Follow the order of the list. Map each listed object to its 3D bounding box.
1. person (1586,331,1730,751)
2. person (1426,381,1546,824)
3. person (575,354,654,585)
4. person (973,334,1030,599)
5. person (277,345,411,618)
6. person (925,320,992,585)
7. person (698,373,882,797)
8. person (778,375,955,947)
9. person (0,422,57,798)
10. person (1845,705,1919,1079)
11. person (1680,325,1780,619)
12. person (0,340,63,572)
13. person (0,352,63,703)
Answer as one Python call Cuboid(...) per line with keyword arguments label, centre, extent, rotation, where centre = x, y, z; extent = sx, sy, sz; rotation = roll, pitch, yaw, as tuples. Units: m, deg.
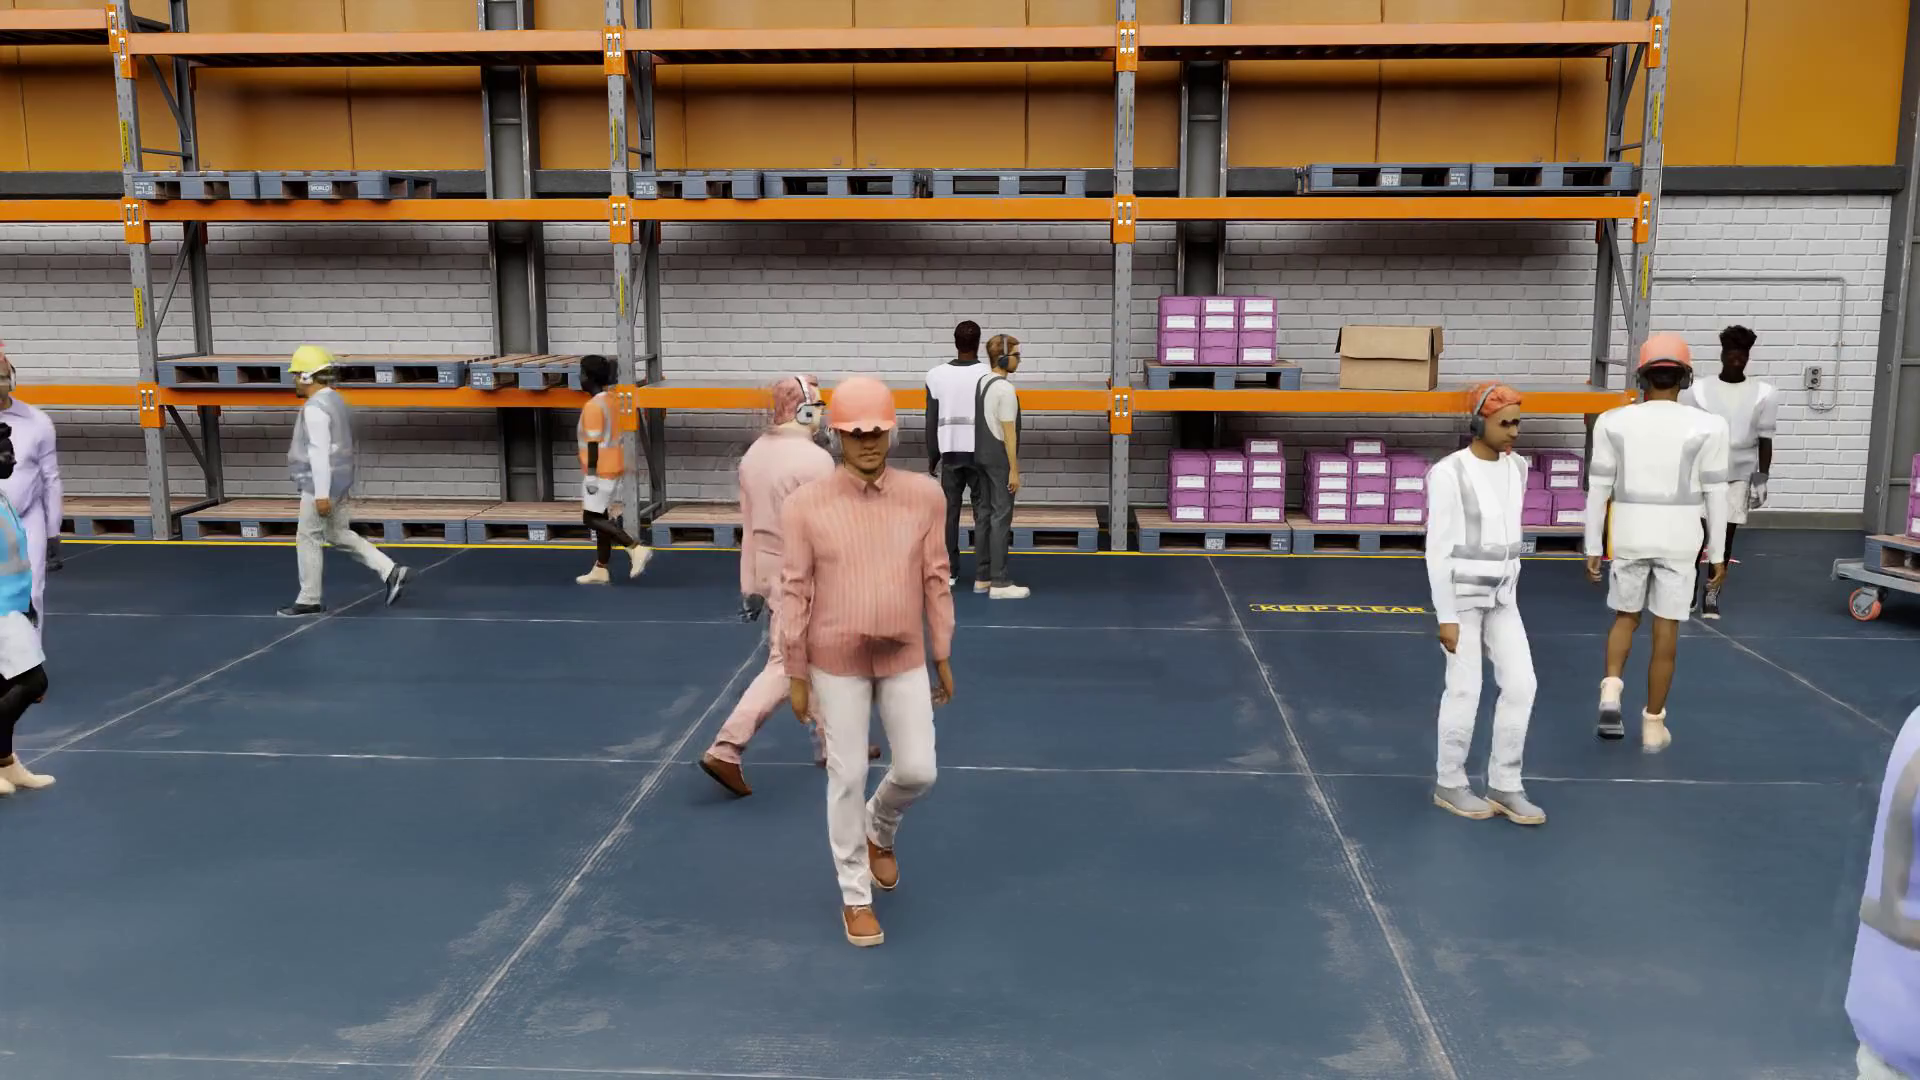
Cuboid(label="person", centre=(3.324, 0.023, 7.964), extent=(0.627, 2.029, 0.518), rotation=(7, 12, 35))
Cuboid(label="person", centre=(2.253, 0.283, 6.917), extent=(0.632, 1.853, 0.621), rotation=(-6, 11, -31))
Cuboid(label="person", centre=(-2.513, -0.490, 11.935), extent=(0.510, 1.682, 0.541), rotation=(0, 10, 1))
Cuboid(label="person", centre=(0.270, -0.514, 11.622), extent=(0.326, 1.843, 0.516), rotation=(-4, 11, -24))
Cuboid(label="person", centre=(-4.120, -0.384, 10.998), extent=(0.775, 1.805, 0.594), rotation=(-1, 10, -8))
Cuboid(label="person", centre=(0.041, -0.619, 12.023), extent=(0.590, 1.919, 0.393), rotation=(2, 10, 12))
Cuboid(label="person", centre=(-0.783, 0.186, 7.468), extent=(0.969, 1.871, 0.634), rotation=(-6, 11, -31))
Cuboid(label="person", centre=(-0.334, 0.407, 5.826), extent=(0.636, 1.980, 0.517), rotation=(-3, 10, -18))
Cuboid(label="person", centre=(-4.188, 0.308, 7.259), extent=(0.361, 1.685, 0.540), rotation=(-5, 11, -25))
Cuboid(label="person", centre=(1.940, 0.920, 3.118), extent=(0.966, 1.881, 0.560), rotation=(6, 12, 32))
Cuboid(label="person", centre=(4.985, -0.437, 10.873), extent=(0.602, 1.941, 0.431), rotation=(3, 10, 15))
Cuboid(label="person", centre=(-7.338, -0.691, 12.507), extent=(0.963, 1.903, 0.543), rotation=(0, 10, -2))
Cuboid(label="person", centre=(-5.159, -0.076, 8.914), extent=(0.662, 1.890, 0.541), rotation=(-7, 12, -35))
